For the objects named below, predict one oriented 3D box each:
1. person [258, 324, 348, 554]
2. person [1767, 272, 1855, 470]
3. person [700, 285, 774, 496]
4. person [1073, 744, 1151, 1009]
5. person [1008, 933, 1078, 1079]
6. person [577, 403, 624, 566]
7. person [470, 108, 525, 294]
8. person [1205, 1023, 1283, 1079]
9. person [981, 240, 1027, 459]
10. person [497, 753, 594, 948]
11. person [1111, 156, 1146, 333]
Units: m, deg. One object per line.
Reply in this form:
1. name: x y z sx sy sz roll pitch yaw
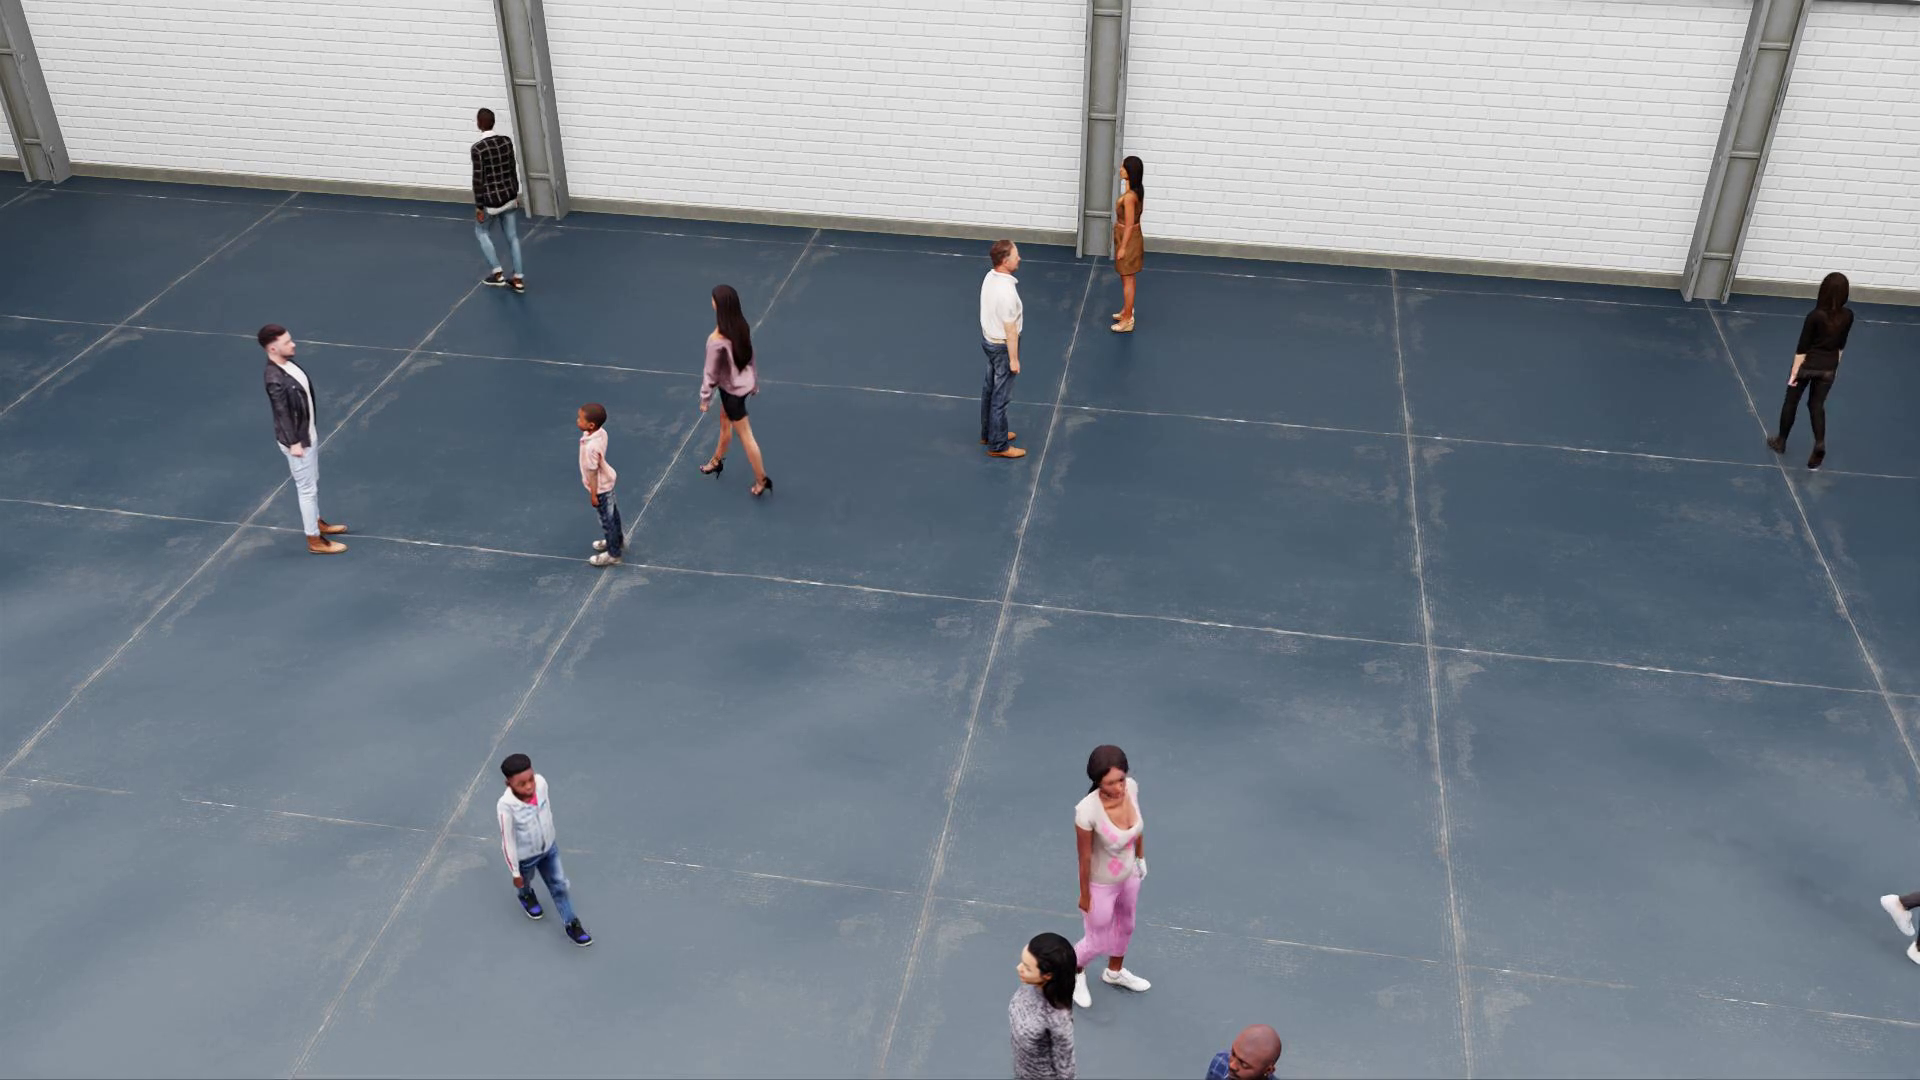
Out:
1. person: -4.879 -0.757 12.248 0.691 1.835 0.727 -8 34 -11
2. person: 6.871 -1.325 13.293 0.894 1.625 0.736 0 34 0
3. person: -1.648 -1.092 12.800 1.009 1.783 0.810 15 36 21
4. person: 0.773 1.733 8.592 0.779 1.735 0.735 24 41 32
5. person: 0.386 2.414 7.572 0.679 1.732 0.687 -9 35 -14
6. person: -2.633 -0.429 12.232 0.515 1.306 0.514 1 34 2
7. person: -4.386 -3.225 15.987 0.890 1.807 0.861 27 42 34
8. person: 1.173 2.691 7.075 0.823 1.820 0.755 -23 40 -30
9. person: 0.315 -1.559 13.436 0.723 1.856 0.748 -8 34 -12
10. person: -2.394 1.655 9.172 0.803 1.225 0.926 -27 42 -35
11. person: 1.557 -2.739 15.362 0.497 1.690 0.552 5 34 8
